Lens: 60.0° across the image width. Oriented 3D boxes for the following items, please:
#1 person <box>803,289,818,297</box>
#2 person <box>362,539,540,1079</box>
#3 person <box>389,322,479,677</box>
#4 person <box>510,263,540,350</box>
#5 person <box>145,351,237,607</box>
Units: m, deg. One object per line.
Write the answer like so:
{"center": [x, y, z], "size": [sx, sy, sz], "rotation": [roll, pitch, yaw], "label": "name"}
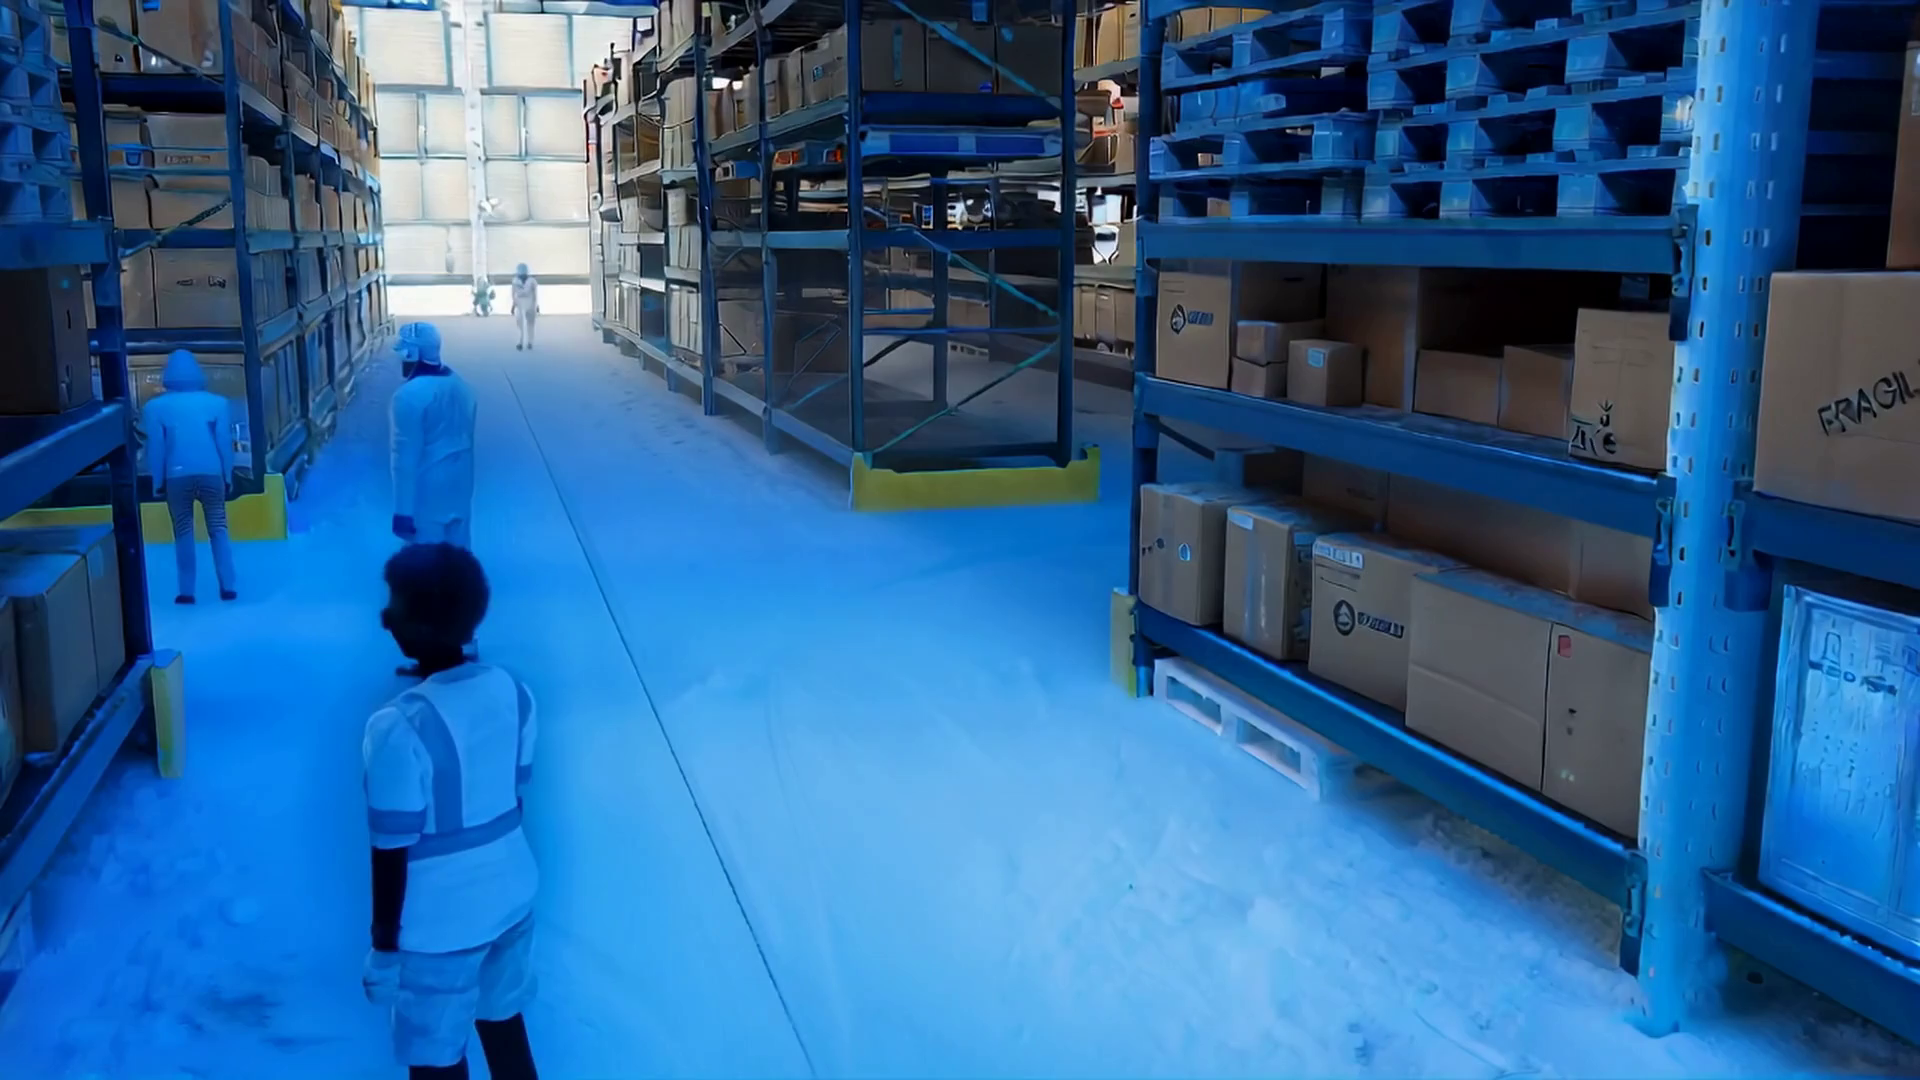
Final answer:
{"center": [-3.407, -5.194, 36.171], "size": [0.614, 1.922, 0.782], "rotation": [-5, 12, -28], "label": "person"}
{"center": [-1.130, 0.841, 3.739], "size": [0.319, 1.690, 0.535], "rotation": [3, 11, 18], "label": "person"}
{"center": [-2.857, -0.219, 8.975], "size": [0.399, 1.899, 0.646], "rotation": [2, 11, 13], "label": "person"}
{"center": [-9.042, -4.841, 34.568], "size": [0.609, 1.793, 0.799], "rotation": [-2, 10, -9], "label": "person"}
{"center": [-4.889, -0.386, 10.601], "size": [0.498, 1.634, 0.284], "rotation": [-6, 12, -30], "label": "person"}
